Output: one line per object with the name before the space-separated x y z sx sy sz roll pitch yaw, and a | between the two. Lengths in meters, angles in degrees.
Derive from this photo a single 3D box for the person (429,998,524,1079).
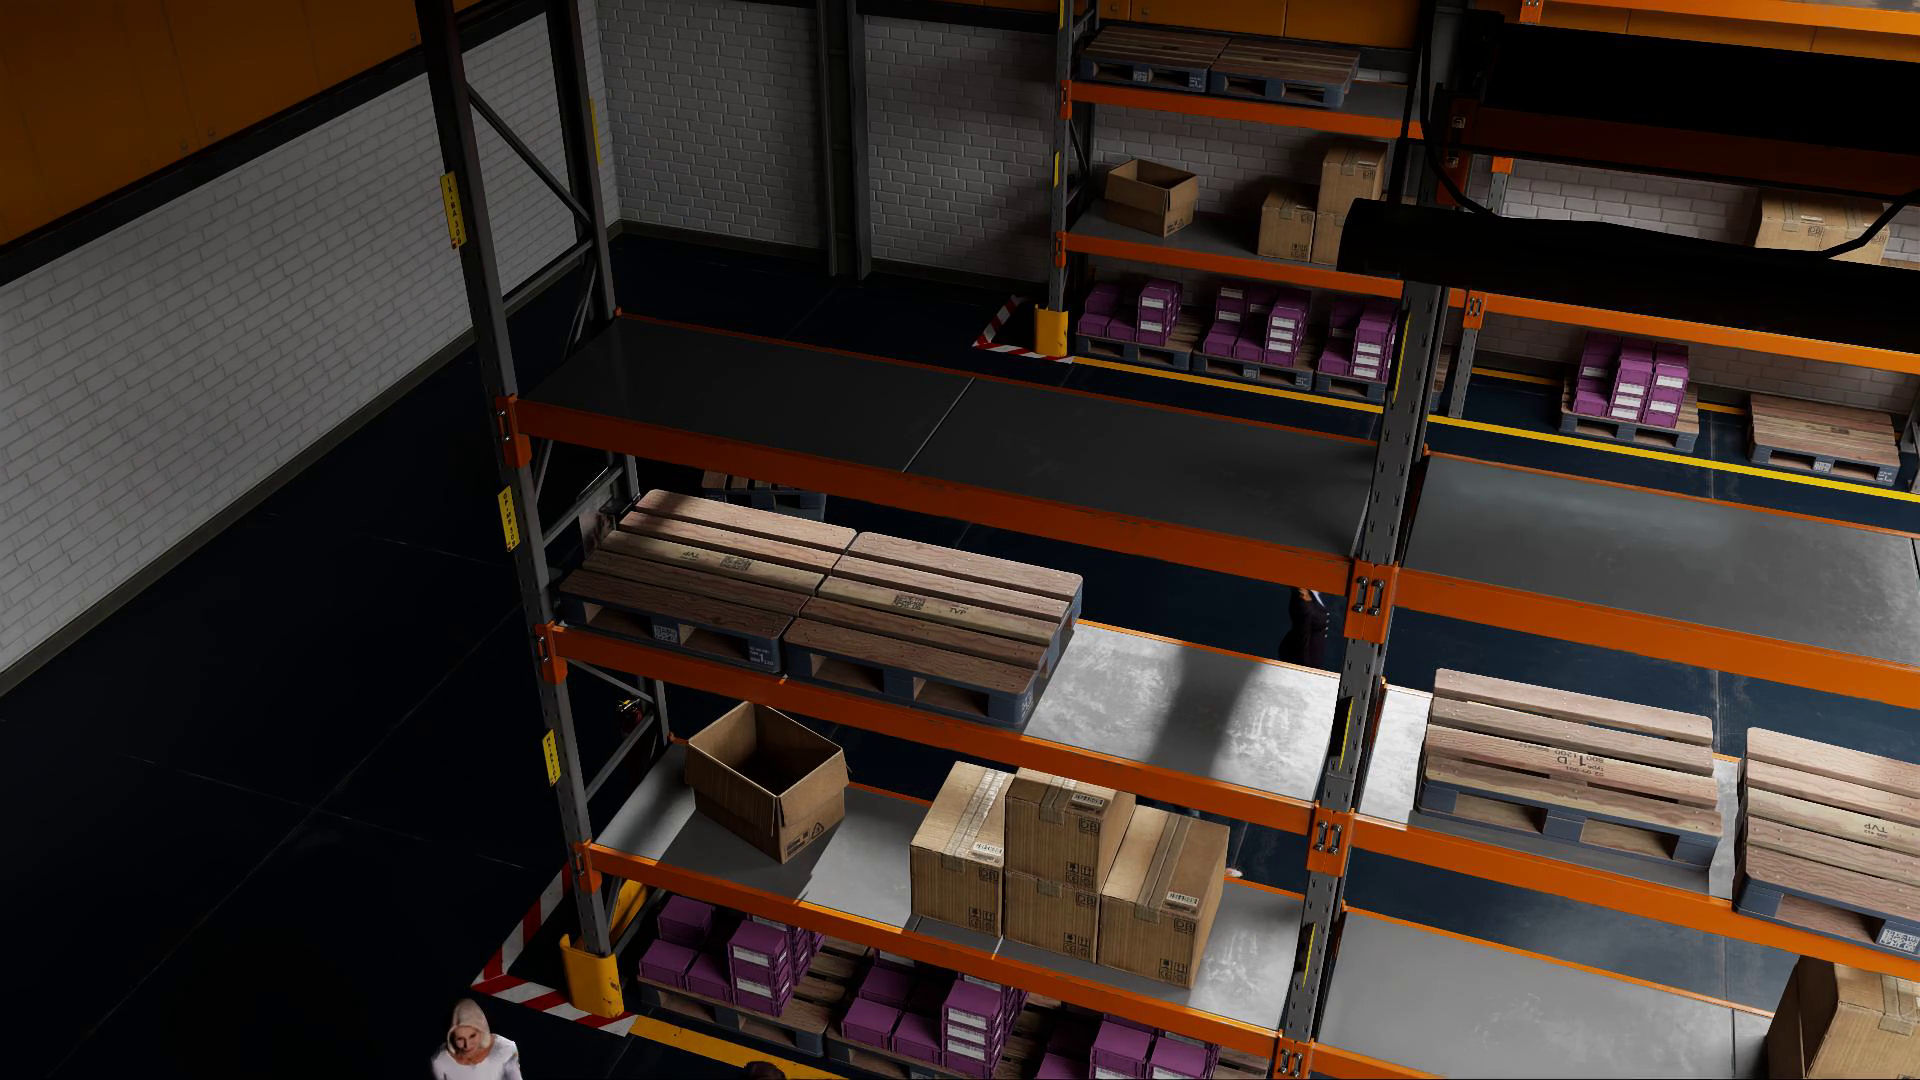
person | -2.353 2.822 8.261 0.895 1.739 0.914 -10 35 -15
